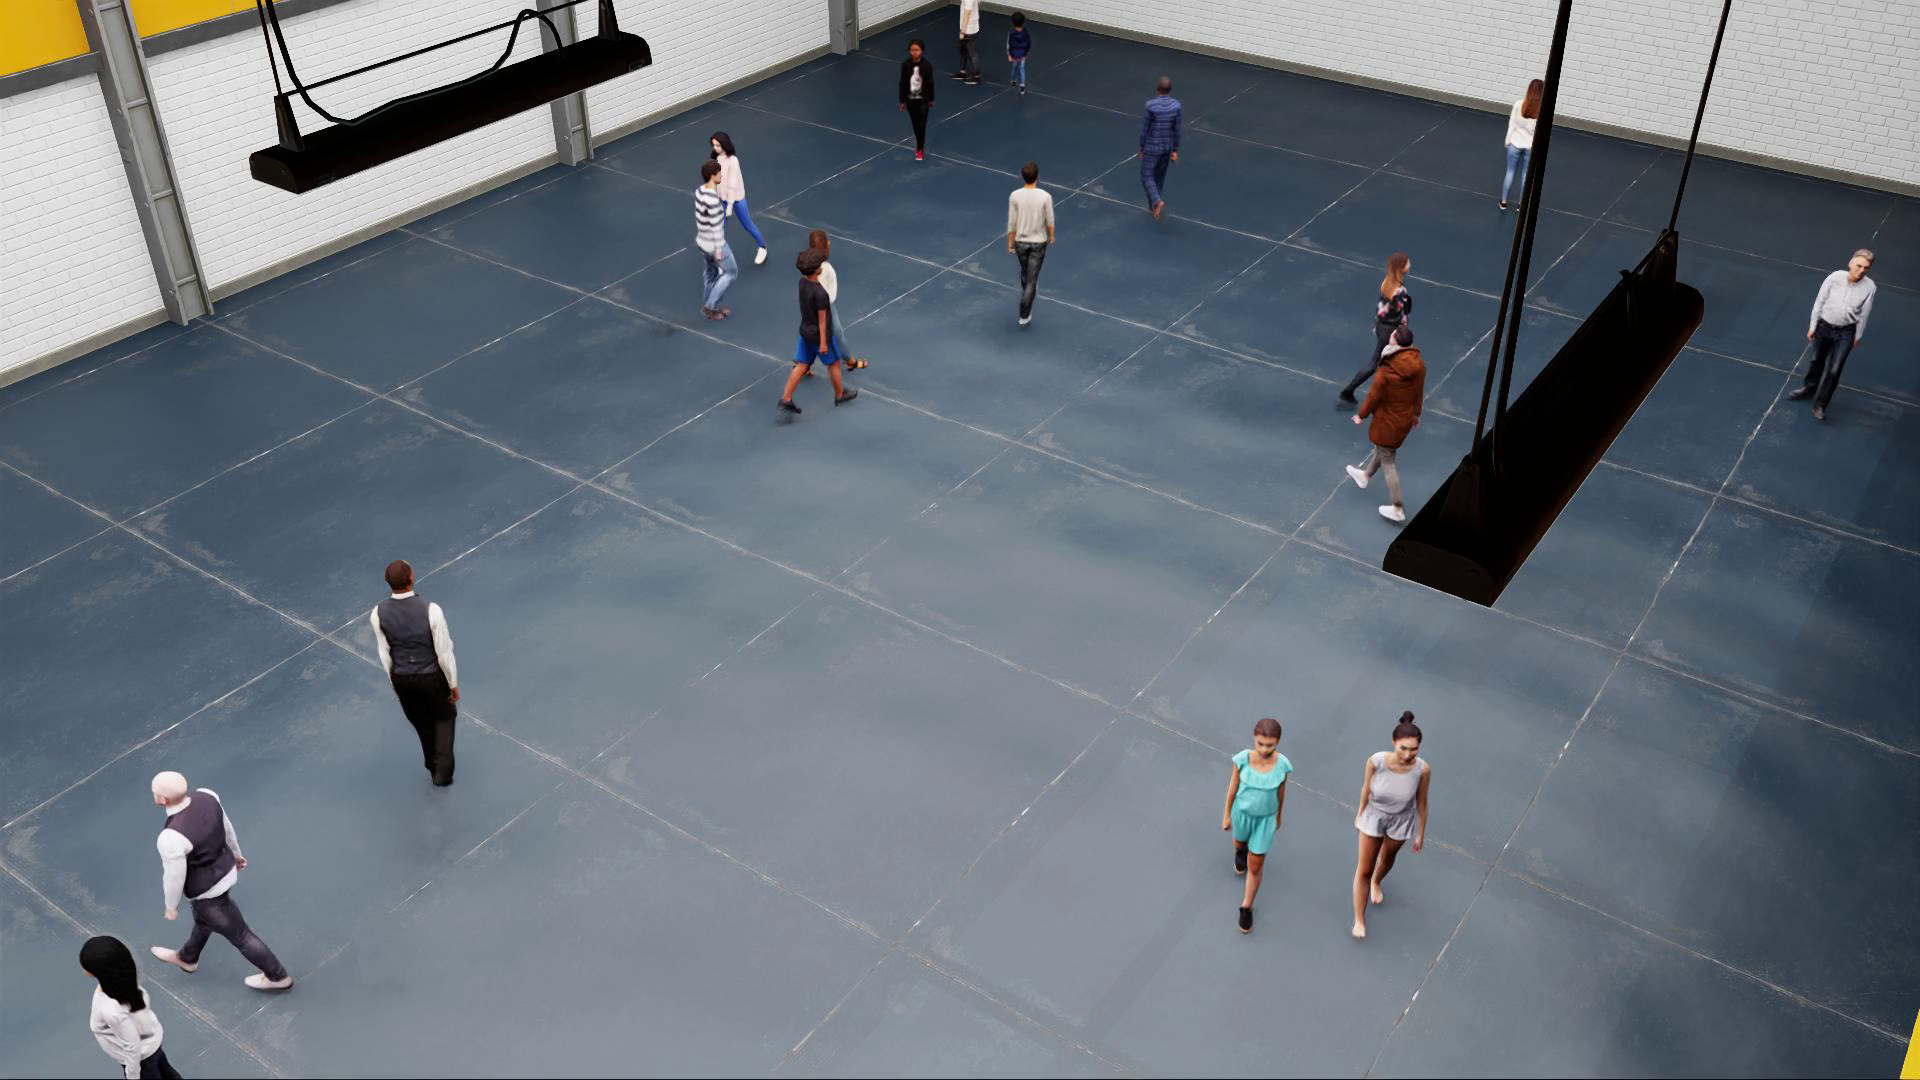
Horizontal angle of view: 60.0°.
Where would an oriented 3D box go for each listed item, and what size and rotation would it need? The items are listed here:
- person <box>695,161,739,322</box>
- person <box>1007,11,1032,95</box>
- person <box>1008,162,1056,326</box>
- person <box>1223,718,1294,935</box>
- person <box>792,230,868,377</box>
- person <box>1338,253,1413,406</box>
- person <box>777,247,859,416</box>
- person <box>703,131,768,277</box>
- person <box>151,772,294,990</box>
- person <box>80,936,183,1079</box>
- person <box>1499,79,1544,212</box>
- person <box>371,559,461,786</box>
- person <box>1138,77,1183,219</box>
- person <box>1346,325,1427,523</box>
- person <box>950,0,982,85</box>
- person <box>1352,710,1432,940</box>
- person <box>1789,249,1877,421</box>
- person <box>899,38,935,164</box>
[{"bbox_3d":[-2.823,-3.258,18.356,0.840,1.835,0.787,-16,37,-23],"label":"person"},{"bbox_3d":[0.895,-7.308,25.026,0.827,1.197,0.916,-3,34,-5],"label":"person"},{"bbox_3d":[0.767,-3.239,18.393,0.919,1.764,1.226,8,35,12],"label":"person"},{"bbox_3d":[1.954,1.776,11.059,0.792,1.529,1.092,9,35,13],"label":"person"},{"bbox_3d":[-1.529,-2.408,17.255,1.136,1.639,1.013,-10,35,-15],"label":"person"},{"bbox_3d":[4.241,-2.074,16.748,1.109,1.644,1.054,-5,34,-8],"label":"person"},{"bbox_3d":[-1.514,-2.036,16.580,1.227,1.767,0.847,-23,40,-31],"label":"person"},{"bbox_3d":[-2.603,-3.975,19.543,1.224,1.716,0.792,-29,43,-36],"label":"person"},{"bbox_3d":[-4.537,2.158,10.259,1.159,1.780,1.226,2,34,4],"label":"person"},{"bbox_3d":[-4.591,2.836,9.311,0.727,1.700,0.701,-12,35,-17],"label":"person"},{"bbox_3d":[7.171,-5.021,21.137,0.682,1.693,0.654,10,35,14],"label":"person"},{"bbox_3d":[-3.859,1.044,11.824,0.946,1.902,1.015,-3,34,-5],"label":"person"},{"bbox_3d":[2.488,-4.861,20.793,0.976,1.808,1.021,-8,34,-12],"label":"person"},{"bbox_3d":[3.952,-1.003,15.008,1.152,1.787,1.006,-22,39,-29],"label":"person"},{"bbox_3d":[0.217,-7.781,25.276,0.877,1.708,0.821,1,34,1],"label":"person"},{"bbox_3d":[2.830,1.792,10.974,0.813,1.598,0.976,6,34,9],"label":"person"},{"bbox_3d":[8.796,-2.140,16.717,0.656,1.788,0.849,25,41,32],"label":"person"},{"bbox_3d":[-0.573,-6.028,22.697,0.913,1.645,1.114,4,34,6],"label":"person"}]
